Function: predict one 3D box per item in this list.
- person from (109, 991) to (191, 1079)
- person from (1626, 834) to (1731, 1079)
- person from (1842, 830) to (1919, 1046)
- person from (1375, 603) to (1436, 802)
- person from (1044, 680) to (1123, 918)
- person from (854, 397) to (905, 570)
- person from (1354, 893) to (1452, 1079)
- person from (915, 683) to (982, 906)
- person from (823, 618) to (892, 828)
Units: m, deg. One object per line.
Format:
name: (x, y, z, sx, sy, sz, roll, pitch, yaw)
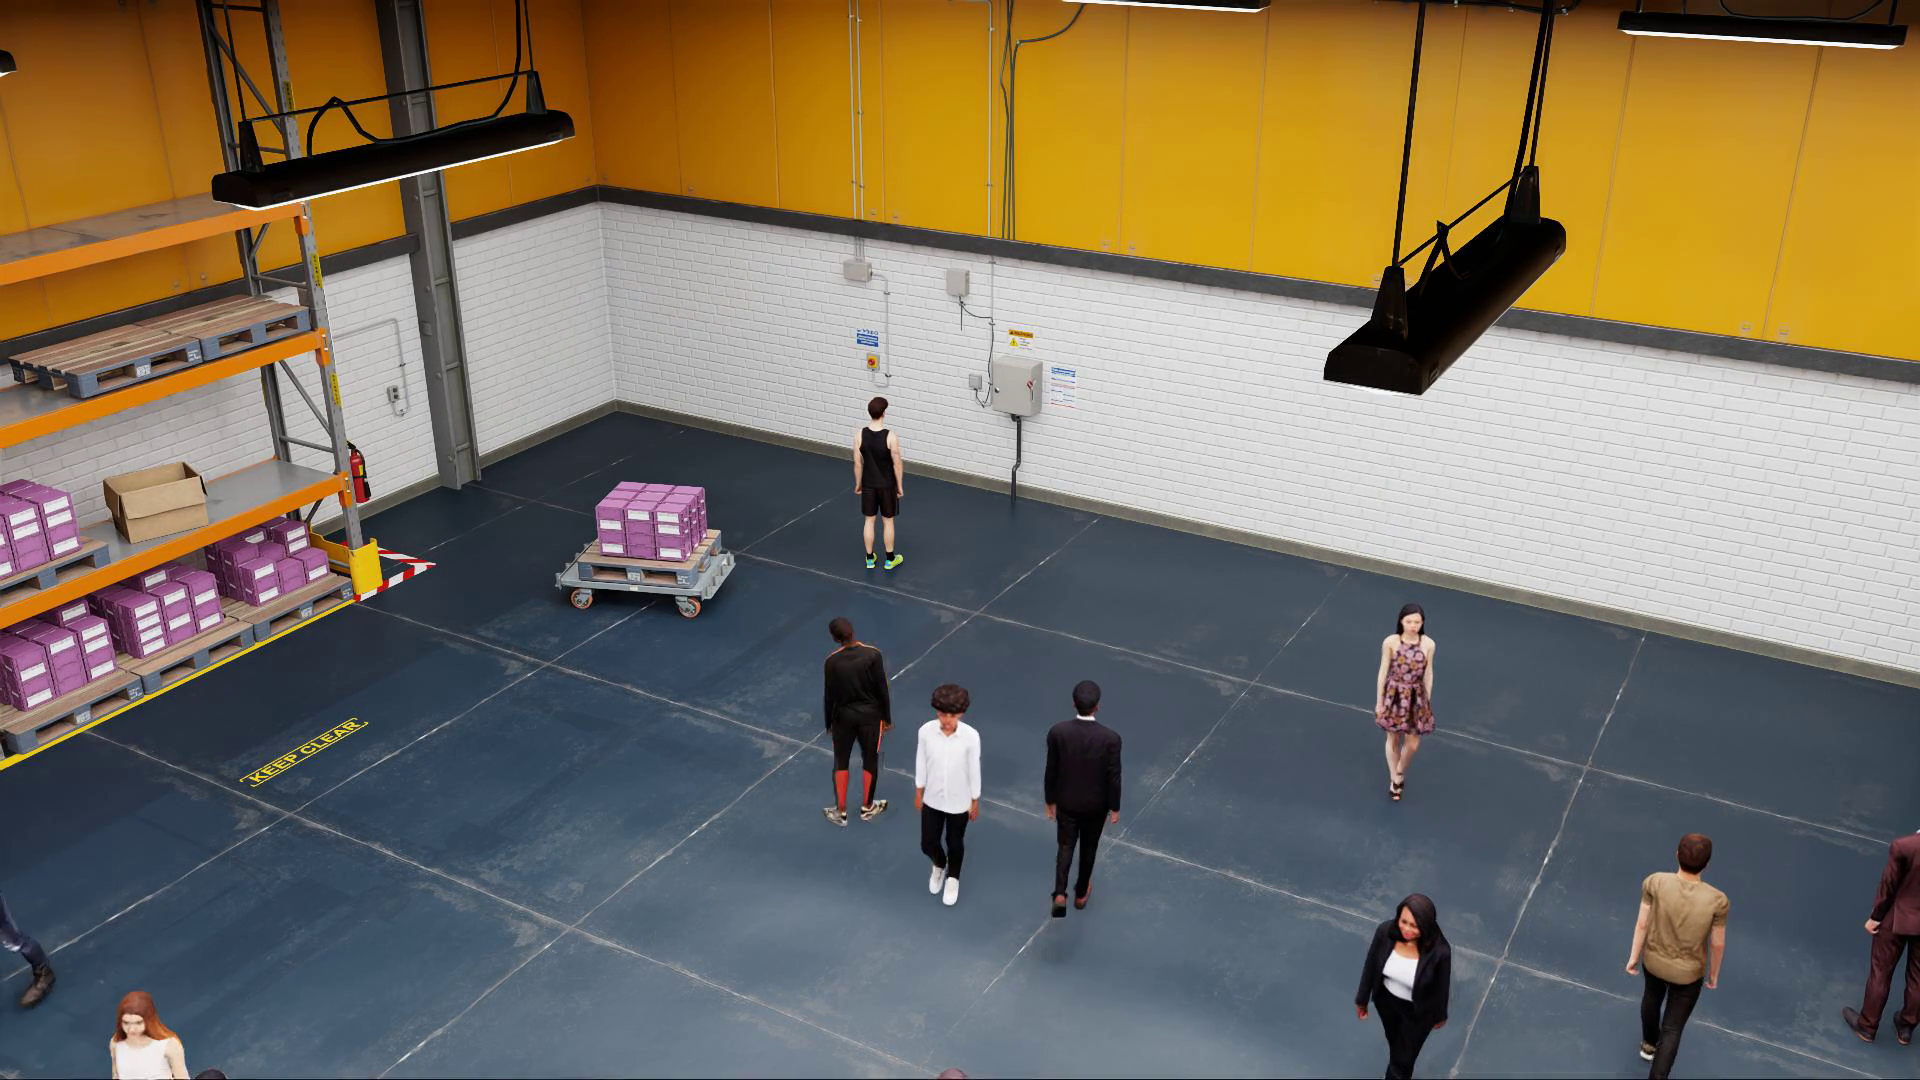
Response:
person: (-4.365, 3.154, 9.190, 0.718, 1.710, 0.691, 7, 24, 15)
person: (4.356, 2.663, 10.186, 0.728, 1.812, 1.205, 16, 28, 33)
person: (6.113, 2.425, 10.665, 0.762, 1.865, 0.738, 4, 24, 8)
person: (3.564, 1.282, 13.407, 0.756, 1.762, 0.809, 4, 24, 8)
person: (0.852, 1.900, 11.864, 0.859, 1.866, 1.023, 6, 24, 13)
person: (-0.858, -0.594, 17.539, 0.756, 1.892, 0.703, 5, 24, 11)
person: (2.742, 2.800, 10.174, 0.691, 1.570, 1.079, 15, 28, 30)
person: (-0.079, 1.815, 12.151, 0.751, 1.792, 0.764, 4, 24, 10)
person: (-0.783, 1.408, 13.089, 0.823, 1.787, 0.825, 6, 24, 13)
